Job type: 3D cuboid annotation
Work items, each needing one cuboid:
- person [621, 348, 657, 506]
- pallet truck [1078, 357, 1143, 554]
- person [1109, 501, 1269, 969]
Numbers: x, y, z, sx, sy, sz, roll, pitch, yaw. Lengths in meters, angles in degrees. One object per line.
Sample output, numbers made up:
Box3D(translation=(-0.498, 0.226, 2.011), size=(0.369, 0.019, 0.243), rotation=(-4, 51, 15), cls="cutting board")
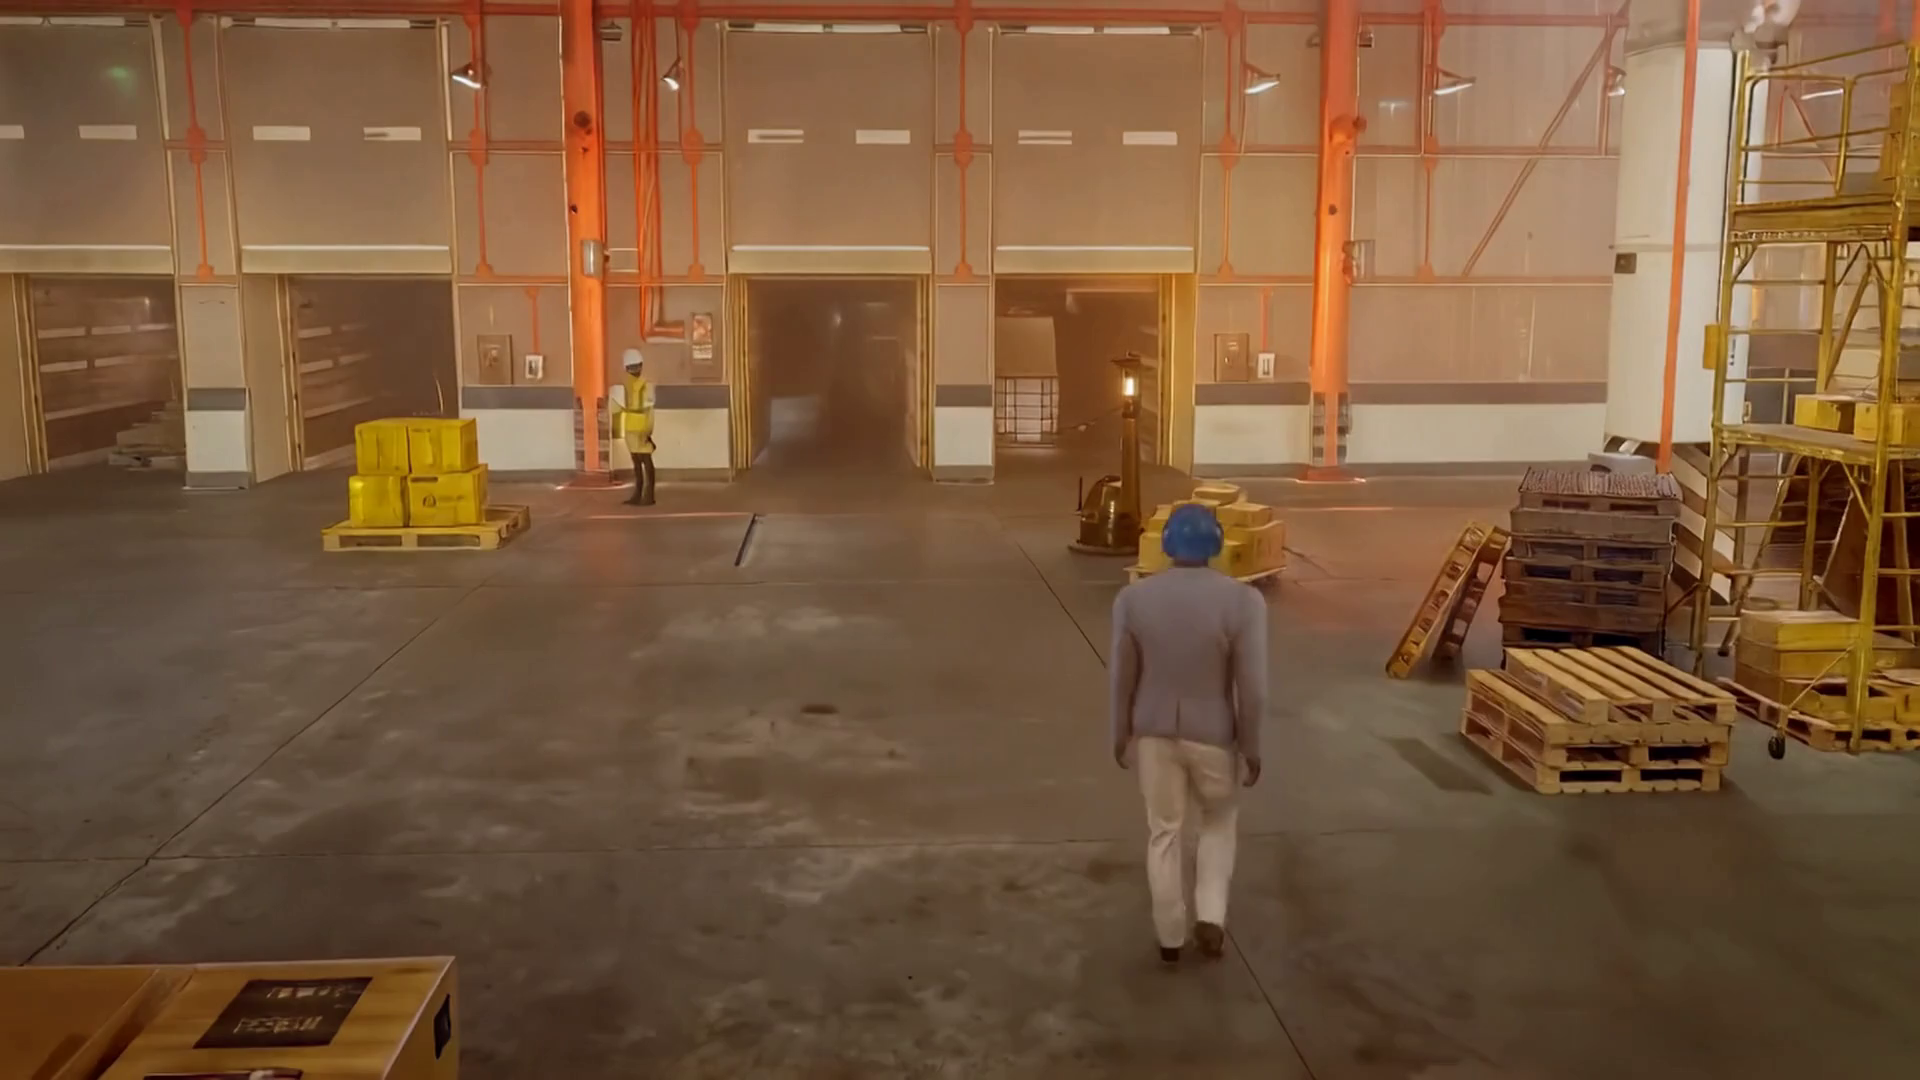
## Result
Box3D(translation=(-3.964, -1.385, 20.434), size=(0.388, 1.930, 0.544), rotation=(-9, 13, -44), cls="person")
Box3D(translation=(2.088, -0.836, 16.757), size=(1.885, 1.965, 0.823), rotation=(2, 9, 13), cls="pallet truck")
Box3D(translation=(0.911, 0.806, 6.695), size=(0.645, 1.923, 0.462), rotation=(2, 9, 10), cls="person")
